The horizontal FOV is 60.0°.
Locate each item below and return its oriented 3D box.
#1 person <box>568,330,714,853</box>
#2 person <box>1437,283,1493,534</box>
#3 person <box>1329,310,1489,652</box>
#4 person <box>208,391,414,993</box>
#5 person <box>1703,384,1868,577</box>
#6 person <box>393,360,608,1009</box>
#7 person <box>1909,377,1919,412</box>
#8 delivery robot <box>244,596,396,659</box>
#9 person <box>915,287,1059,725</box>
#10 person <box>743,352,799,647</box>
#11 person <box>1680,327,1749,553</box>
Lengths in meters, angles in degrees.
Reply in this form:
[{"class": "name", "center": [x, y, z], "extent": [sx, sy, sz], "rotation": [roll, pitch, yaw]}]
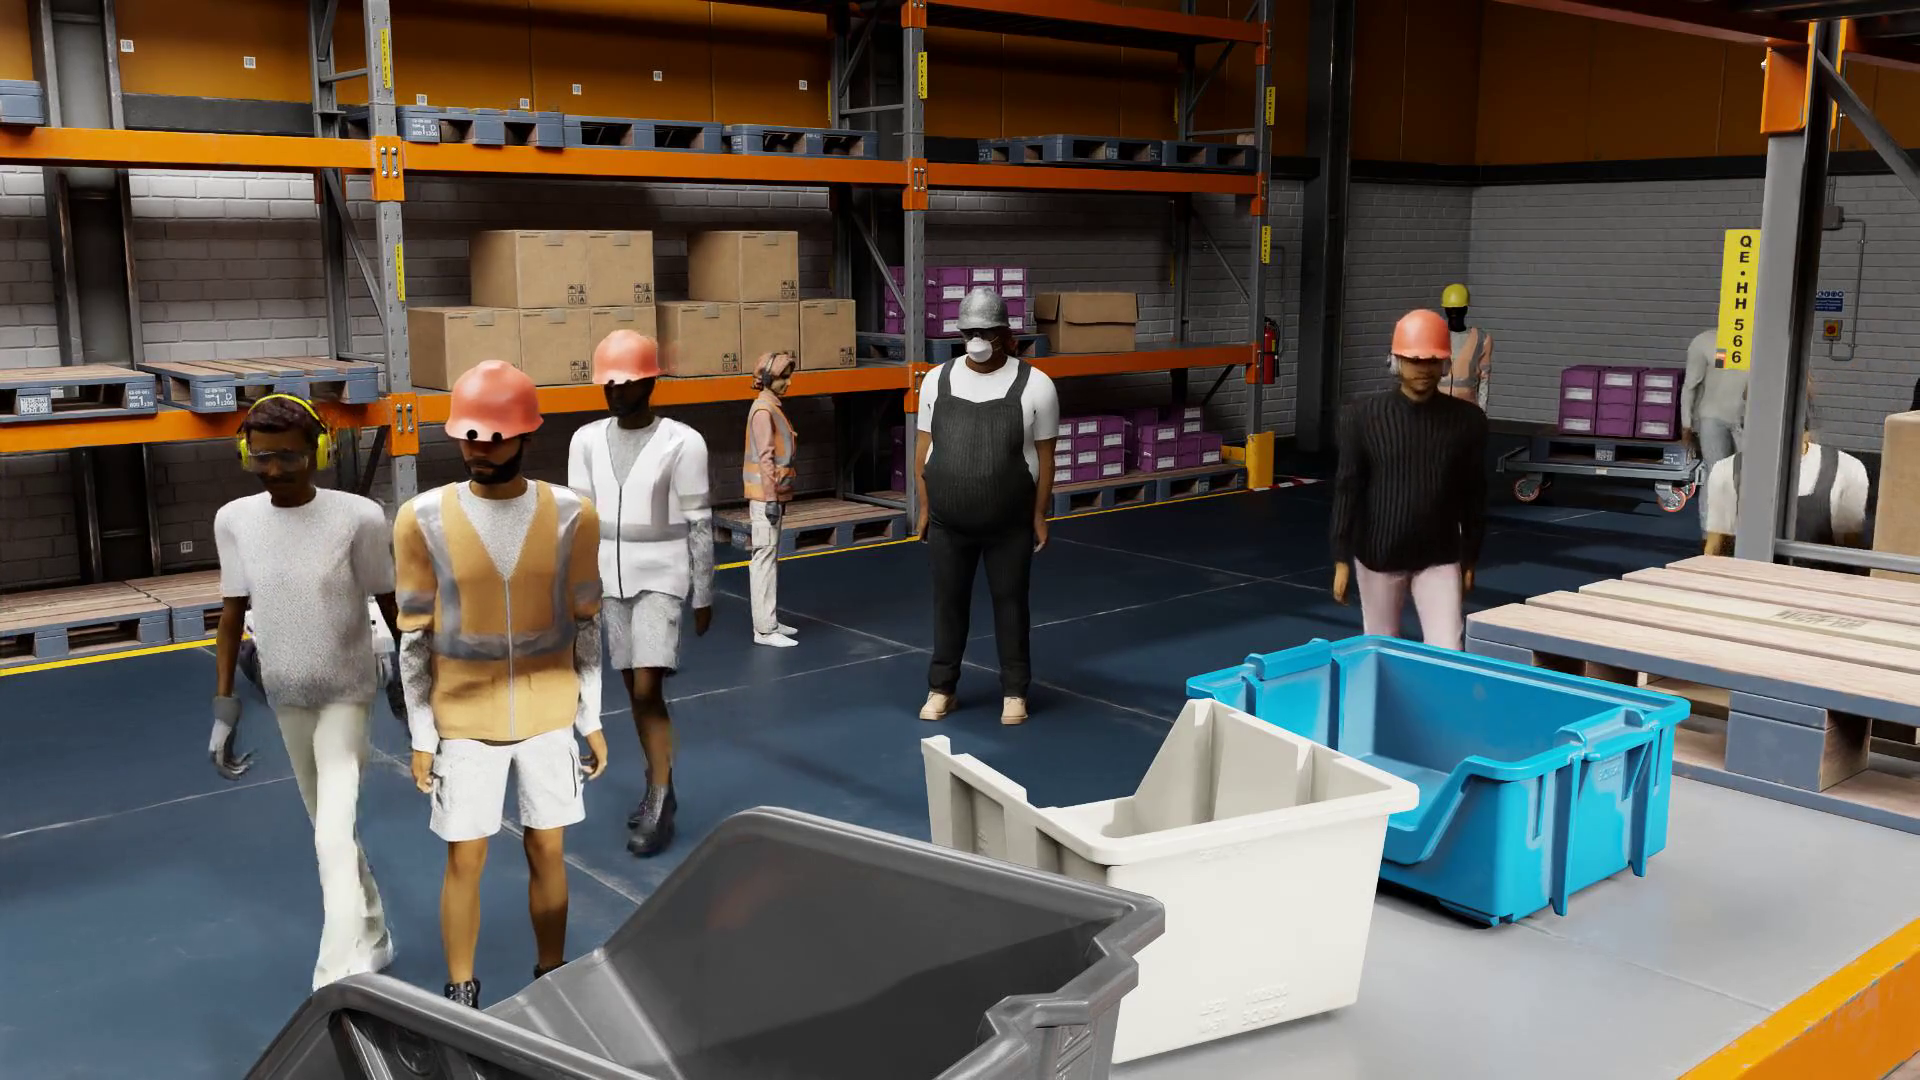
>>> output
[{"class": "person", "center": [-1.252, 0.190, 6.162], "extent": [0.564, 1.912, 0.716], "rotation": [4, 11, 20]}, {"class": "person", "center": [3.785, -1.006, 12.841], "extent": [0.585, 1.929, 0.371], "rotation": [2, 10, 14]}, {"class": "person", "center": [1.779, 0.092, 6.566], "extent": [0.632, 1.974, 0.692], "rotation": [1, 10, 6]}, {"class": "person", "center": [-1.855, 0.498, 4.712], "extent": [0.525, 1.829, 0.831], "rotation": [2, 10, 9]}, {"class": "person", "center": [2.900, 0.296, 5.913], "extent": [0.504, 1.794, 0.737], "rotation": [8, 13, 39]}, {"class": "person", "center": [-1.219, 0.481, 4.497], "extent": [0.547, 1.934, 0.375], "rotation": [-4, 11, -22]}, {"class": "person", "center": [5.928, -0.421, 9.876], "extent": [0.644, 1.801, 0.902], "rotation": [3, 11, 16]}, {"class": "delivery robot", "center": [-3.190, 0.436, 8.349], "extent": [0.707, 0.478, 0.477], "rotation": [-7, 12, -33]}, {"class": "person", "center": [0.099, -0.148, 7.721], "extent": [0.673, 2.000, 0.535], "rotation": [2, 10, 12]}, {"class": "person", "center": [-1.057, -0.228, 9.296], "extent": [0.311, 1.637, 0.513], "rotation": [-1, 10, -4]}, {"class": "person", "center": [5.545, -0.832, 11.968], "extent": [0.636, 1.902, 0.604], "rotation": [2, 10, 9]}]
